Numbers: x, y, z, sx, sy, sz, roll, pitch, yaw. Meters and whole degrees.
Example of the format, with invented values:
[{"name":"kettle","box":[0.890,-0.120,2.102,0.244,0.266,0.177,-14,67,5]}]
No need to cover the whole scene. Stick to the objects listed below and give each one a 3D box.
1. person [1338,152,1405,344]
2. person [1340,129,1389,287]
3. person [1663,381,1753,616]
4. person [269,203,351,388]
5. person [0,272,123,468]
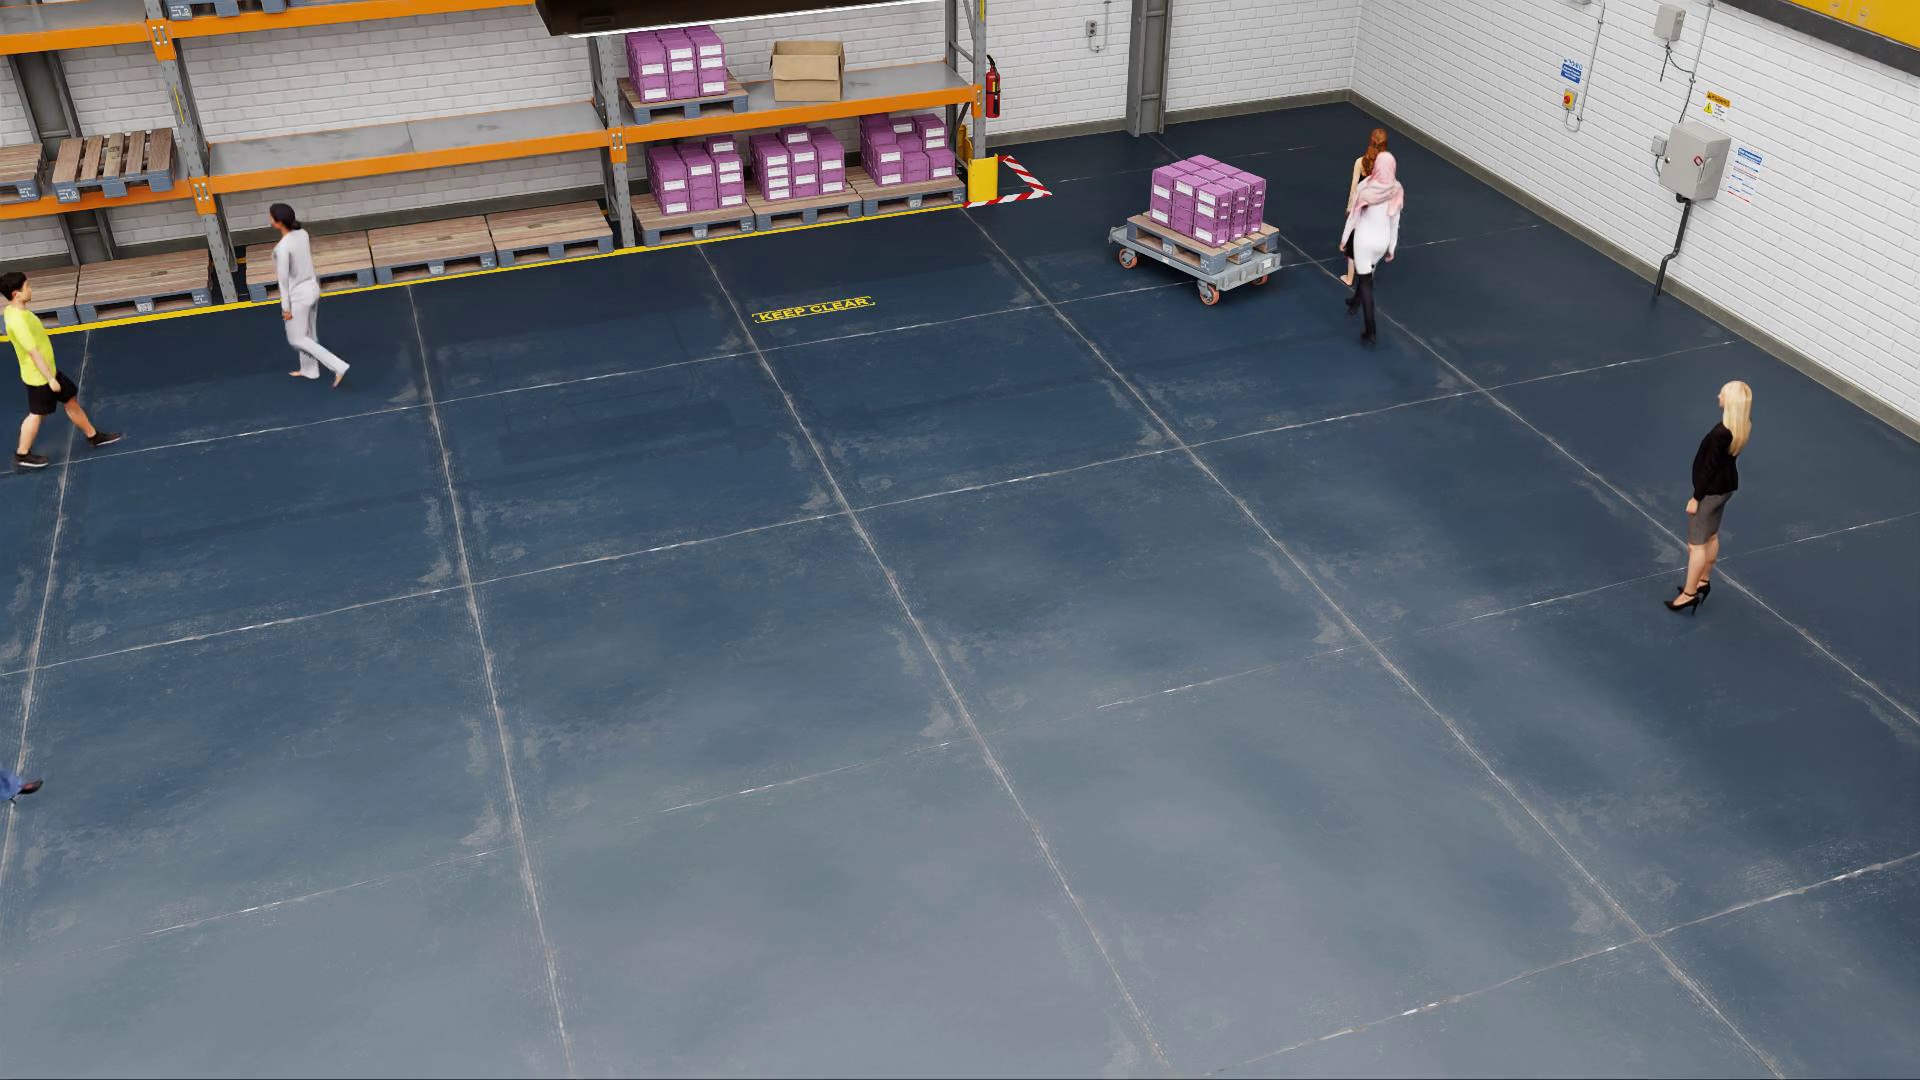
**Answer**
[{"name":"person","box":[3.852,-2.690,15.525,1.191,1.753,0.908,-3,34,-4]},{"name":"person","box":[4.067,-3.314,16.579,0.600,1.625,0.705,-2,34,-2]},{"name":"person","box":[5.367,-0.303,11.855,0.744,1.840,0.634,27,42,34]},{"name":"person","box":[-5.794,-2.153,14.747,1.067,1.719,0.929,6,34,9]},{"name":"person","box":[-7.608,-1.348,13.580,1.128,1.671,0.759,-18,38,-25]}]
